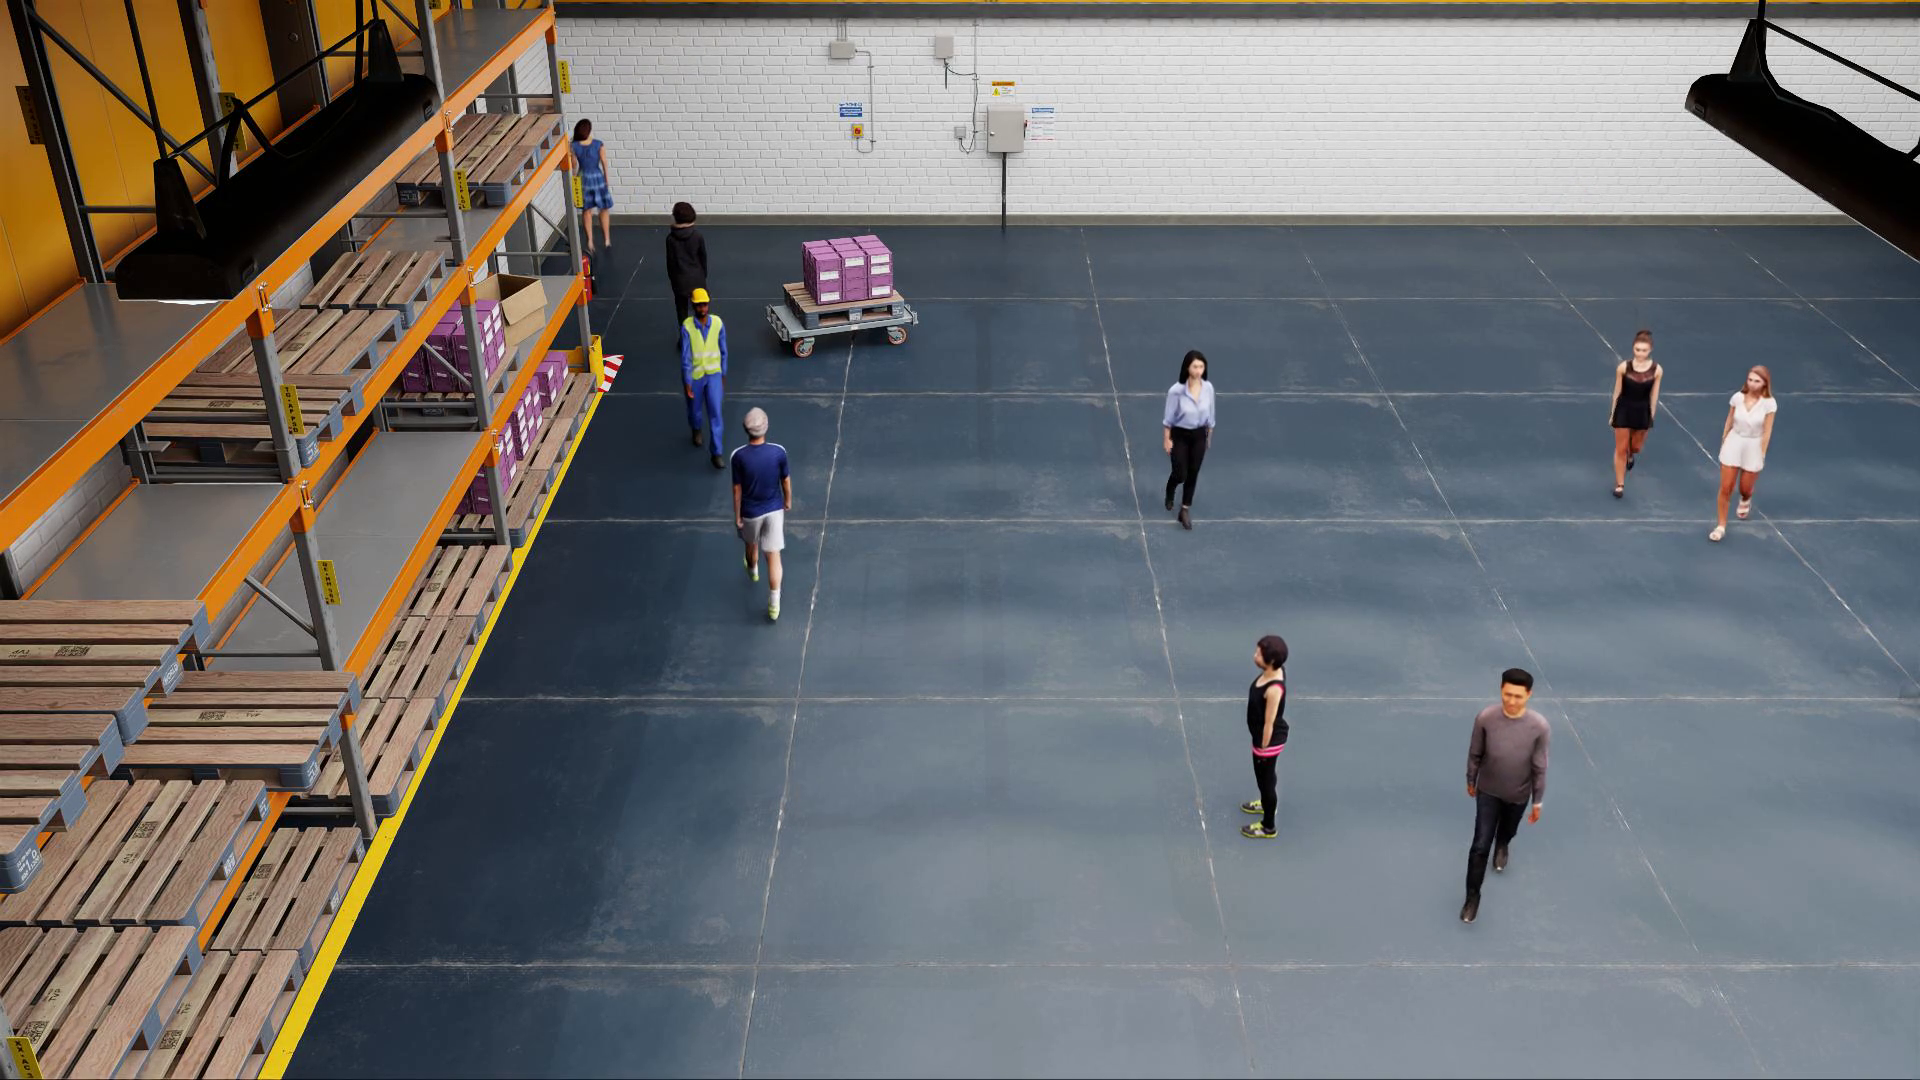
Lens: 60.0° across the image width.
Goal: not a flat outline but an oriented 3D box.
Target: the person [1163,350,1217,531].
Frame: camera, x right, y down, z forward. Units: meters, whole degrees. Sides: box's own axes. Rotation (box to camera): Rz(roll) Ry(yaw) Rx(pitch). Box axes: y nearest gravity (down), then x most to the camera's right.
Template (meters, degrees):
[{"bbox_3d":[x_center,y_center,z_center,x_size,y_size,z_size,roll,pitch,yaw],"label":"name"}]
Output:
[{"bbox_3d":[2.075,-0.956,15.375,0.760,1.738,0.801,-7,29,-13],"label":"person"}]

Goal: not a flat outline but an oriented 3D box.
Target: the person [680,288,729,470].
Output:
[{"bbox_3d":[-2.592,-1.663,16.617,0.912,1.789,1.249,-9,30,-16],"label":"person"}]

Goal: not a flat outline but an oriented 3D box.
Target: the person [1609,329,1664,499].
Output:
[{"bbox_3d":[6.455,-1.249,15.989,0.745,1.665,0.911,8,30,14],"label":"person"}]

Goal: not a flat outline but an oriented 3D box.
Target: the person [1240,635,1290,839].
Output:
[{"bbox_3d":[2.117,1.323,11.395,0.622,1.549,0.491,5,29,9],"label":"person"}]

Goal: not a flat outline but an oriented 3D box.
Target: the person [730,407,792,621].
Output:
[{"bbox_3d":[-1.644,-0.184,13.914,0.859,1.782,1.231,-7,29,-13],"label":"person"}]

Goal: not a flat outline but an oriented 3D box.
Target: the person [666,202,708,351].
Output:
[{"bbox_3d":[-3.118,-3.019,19.113,0.686,1.781,0.690,-8,30,-13],"label":"person"}]

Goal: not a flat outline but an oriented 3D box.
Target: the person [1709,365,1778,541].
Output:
[{"bbox_3d":[7.182,-0.822,15.190,0.867,1.680,0.962,21,35,34],"label":"person"}]

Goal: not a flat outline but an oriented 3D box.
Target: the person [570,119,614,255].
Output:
[{"bbox_3d":[-4.923,-4.716,22.198,0.690,1.806,0.674,-4,29,-7],"label":"person"}]

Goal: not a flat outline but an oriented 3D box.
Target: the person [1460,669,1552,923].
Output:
[{"bbox_3d":[3.539,1.573,10.742,1.215,1.735,0.939,1,29,2],"label":"person"}]
